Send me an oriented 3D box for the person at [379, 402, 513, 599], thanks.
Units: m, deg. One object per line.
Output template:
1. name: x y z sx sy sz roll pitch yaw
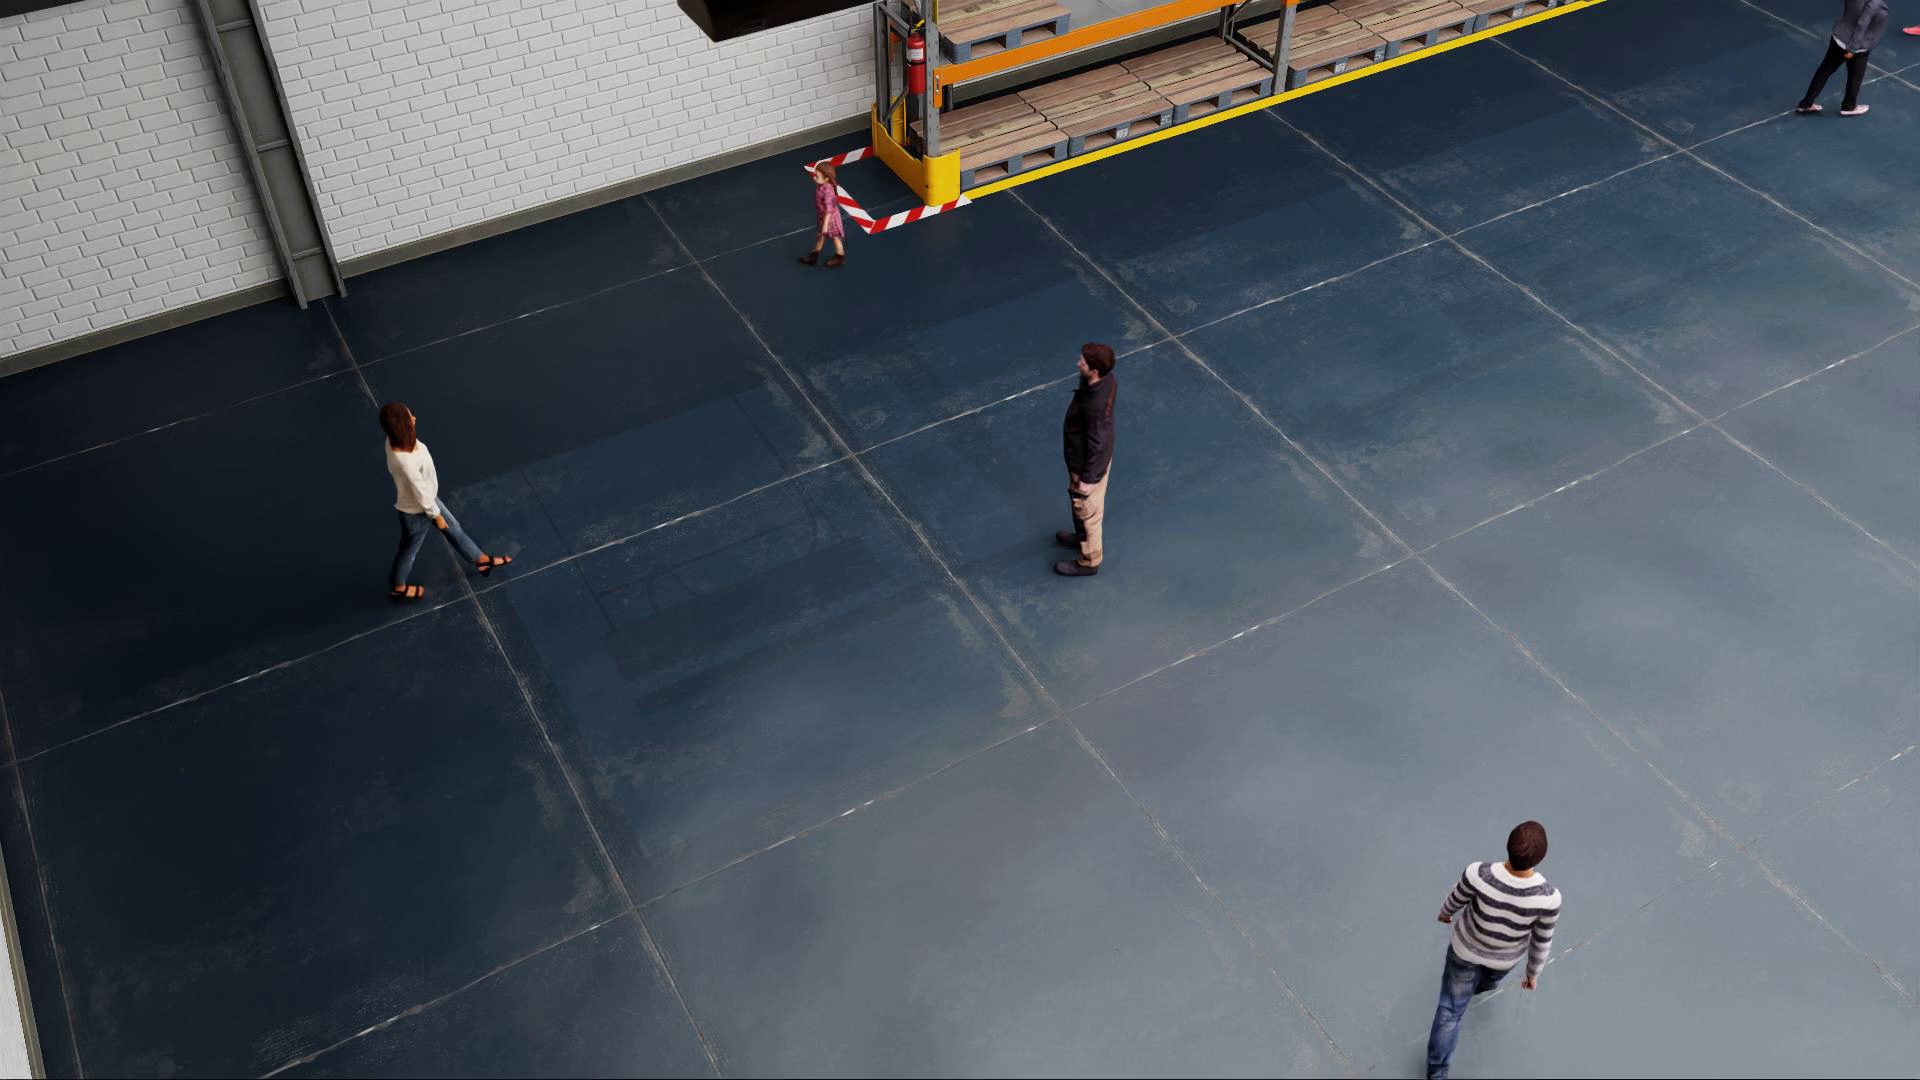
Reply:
1. person: -3.696 -0.205 11.096 1.123 1.639 0.766 -14 45 -14

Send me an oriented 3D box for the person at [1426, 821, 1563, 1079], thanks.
1. person: 2.669 2.162 8.494 1.160 1.799 1.273 14 45 14

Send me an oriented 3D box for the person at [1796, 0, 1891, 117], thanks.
1. person: 8.472 -4.789 15.955 1.019 1.573 0.894 -5 44 -5

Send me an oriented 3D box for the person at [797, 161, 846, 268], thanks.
1. person: -1.082 -2.783 14.256 0.667 1.012 0.509 -13 45 -13

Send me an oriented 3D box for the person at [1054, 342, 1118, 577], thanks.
1. person: 0.879 -0.546 11.247 0.824 1.924 0.793 6 44 6
